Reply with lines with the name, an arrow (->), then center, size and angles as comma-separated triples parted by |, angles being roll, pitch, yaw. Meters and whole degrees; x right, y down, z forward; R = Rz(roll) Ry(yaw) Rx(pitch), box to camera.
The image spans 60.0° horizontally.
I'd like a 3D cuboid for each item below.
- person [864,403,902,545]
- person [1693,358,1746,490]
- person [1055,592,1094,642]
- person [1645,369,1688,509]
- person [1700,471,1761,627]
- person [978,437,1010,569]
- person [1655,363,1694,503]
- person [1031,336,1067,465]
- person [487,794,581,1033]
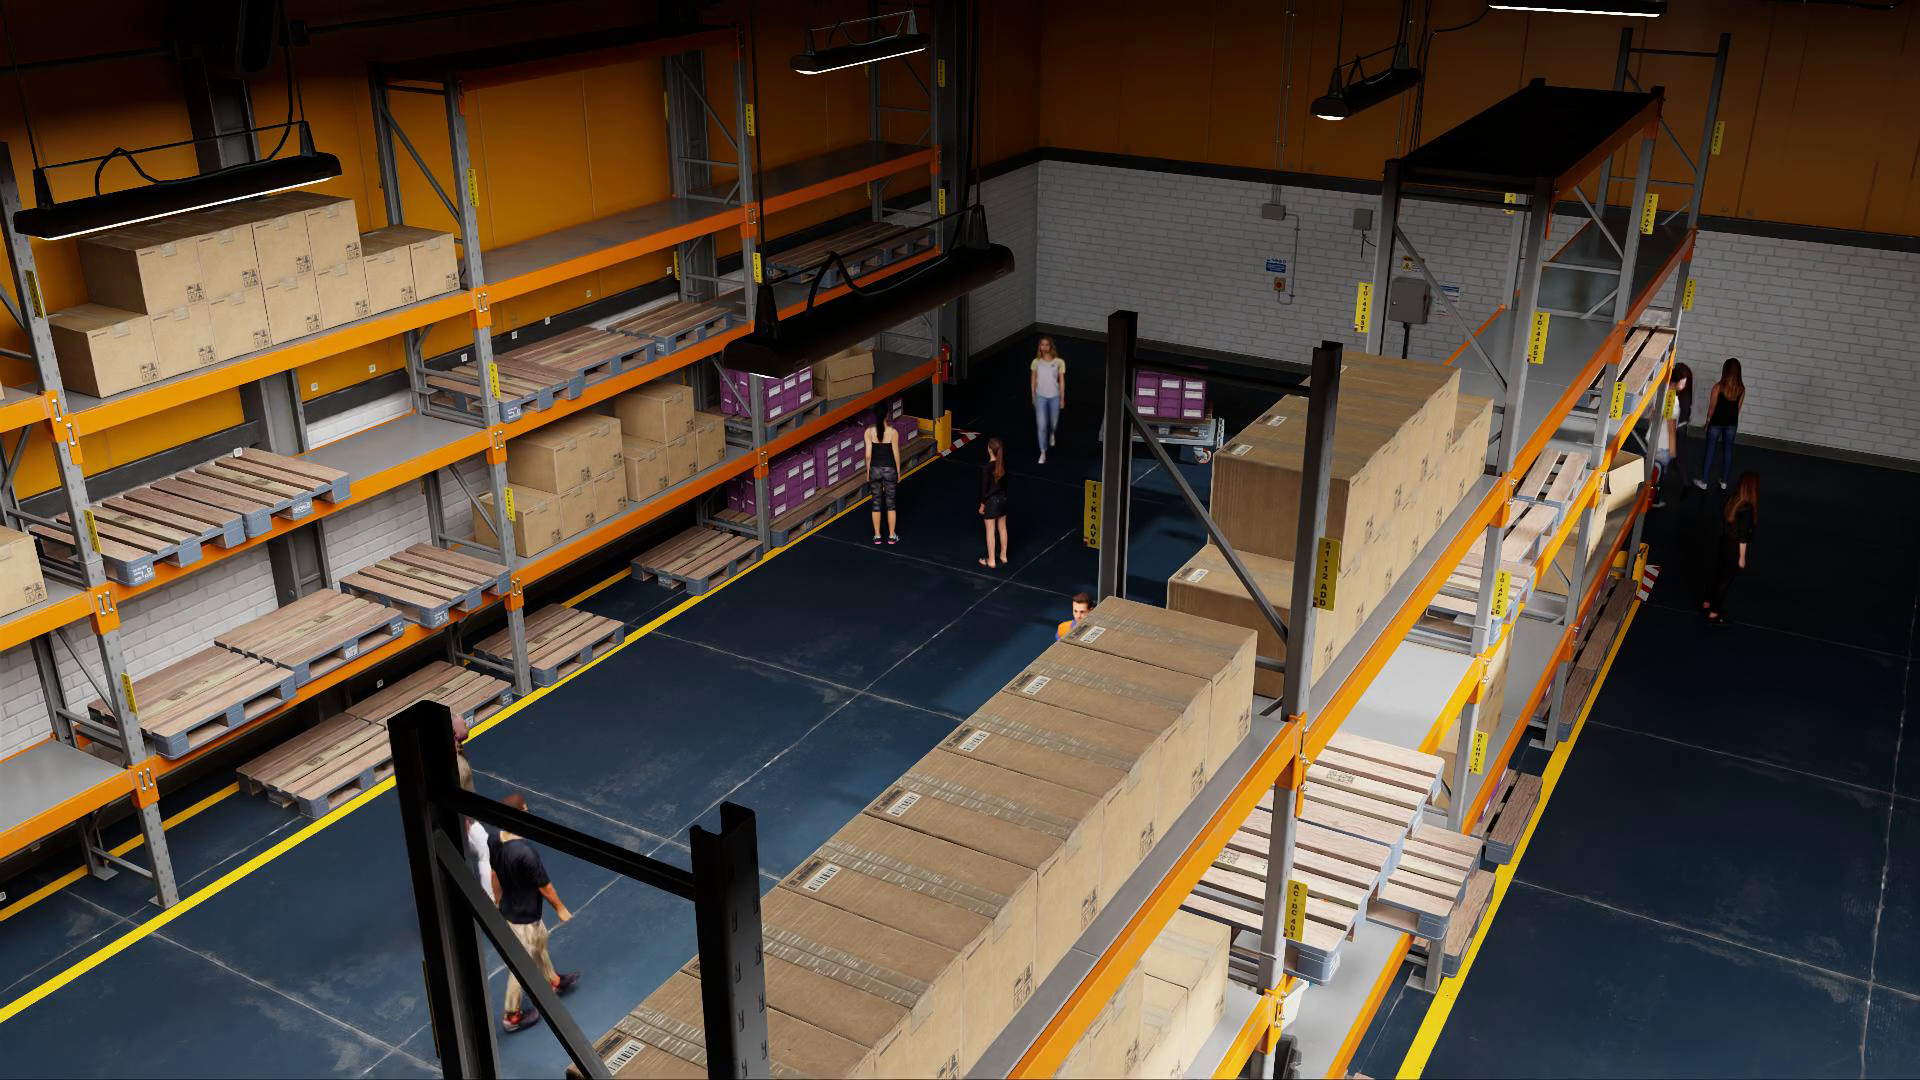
person -> -0.905, -0.776, 19.517 | 0.653, 1.726, 0.669 | 2, 24, 5
person -> 9.692, -1.477, 21.126 | 0.678, 1.722, 0.683 | 0, 24, 1
person -> 1.058, 1.305, 14.585 | 0.771, 1.863, 0.720 | 5, 24, 11
person -> 8.534, -1.221, 20.406 | 0.930, 1.831, 0.849 | -4, 24, -8
person -> 8.150, 0.074, 17.596 | 0.736, 1.708, 0.628 | 2, 24, 4
person -> 0.403, -0.447, 18.980 | 0.593, 1.555, 0.682 | -17, 29, -33
person -> 8.915, -1.306, 20.702 | 1.064, 1.749, 1.165 | -4, 24, -9
person -> 1.182, -1.896, 22.105 | 0.848, 1.706, 1.059 | 4, 24, 9
person -> -3.130, 2.637, 11.582 | 1.004, 1.829, 0.814 | -19, 30, -37
